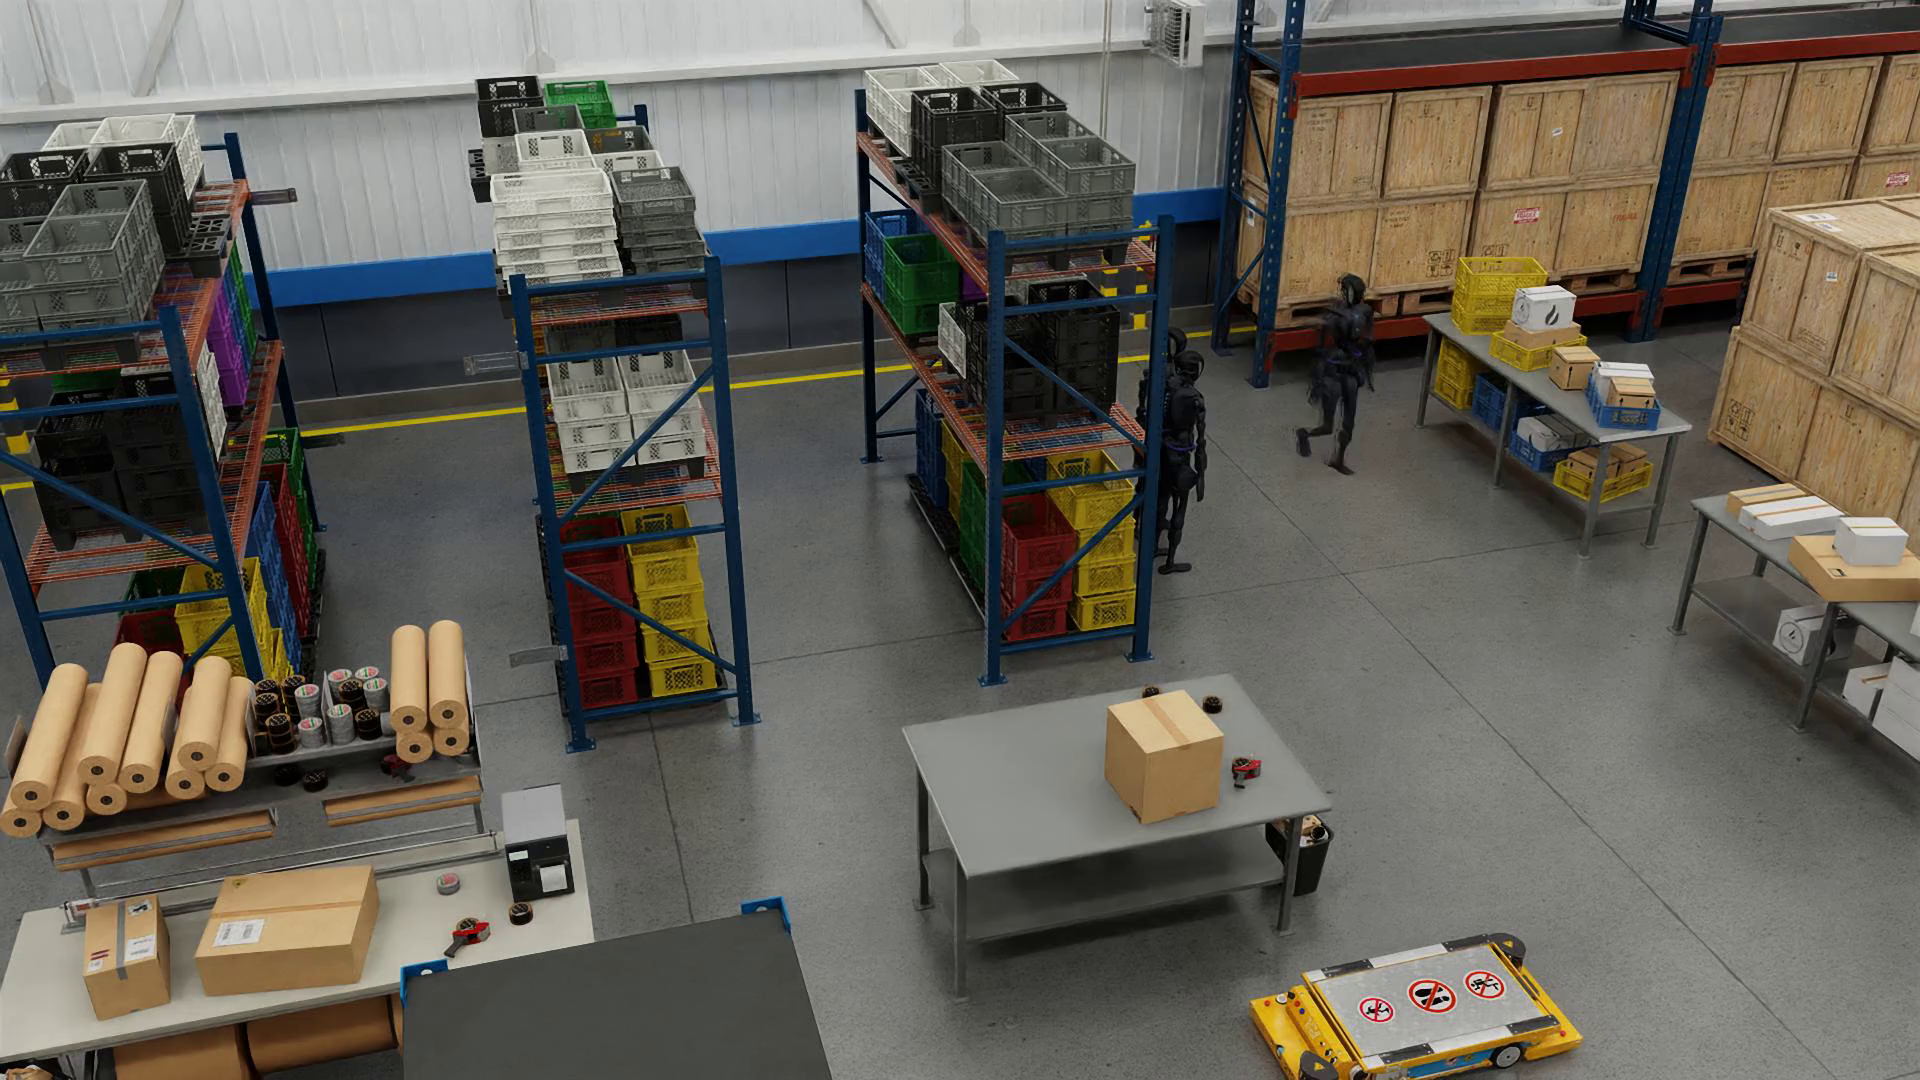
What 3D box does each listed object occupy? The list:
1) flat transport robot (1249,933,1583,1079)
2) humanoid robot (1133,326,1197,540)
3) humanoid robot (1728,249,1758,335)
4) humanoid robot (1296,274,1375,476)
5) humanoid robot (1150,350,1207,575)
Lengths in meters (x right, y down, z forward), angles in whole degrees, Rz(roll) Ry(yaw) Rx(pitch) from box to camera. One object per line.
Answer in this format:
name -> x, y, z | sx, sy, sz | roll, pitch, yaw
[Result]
flat transport robot -> 2.184, 2.282, 7.980 | 1.431, 0.197, 0.652 | -8, 30, -14
humanoid robot -> 1.474, -0.775, 12.106 | 0.582, 1.651, 0.338 | -19, 34, -30
humanoid robot -> 6.920, -1.964, 14.272 | 0.576, 1.649, 0.333 | 2, 29, 4
humanoid robot -> 2.989, -1.323, 13.123 | 0.591, 1.644, 0.486 | -15, 32, -26
humanoid robot -> 1.541, -0.568, 11.731 | 0.349, 1.651, 0.565 | -13, 31, -22
